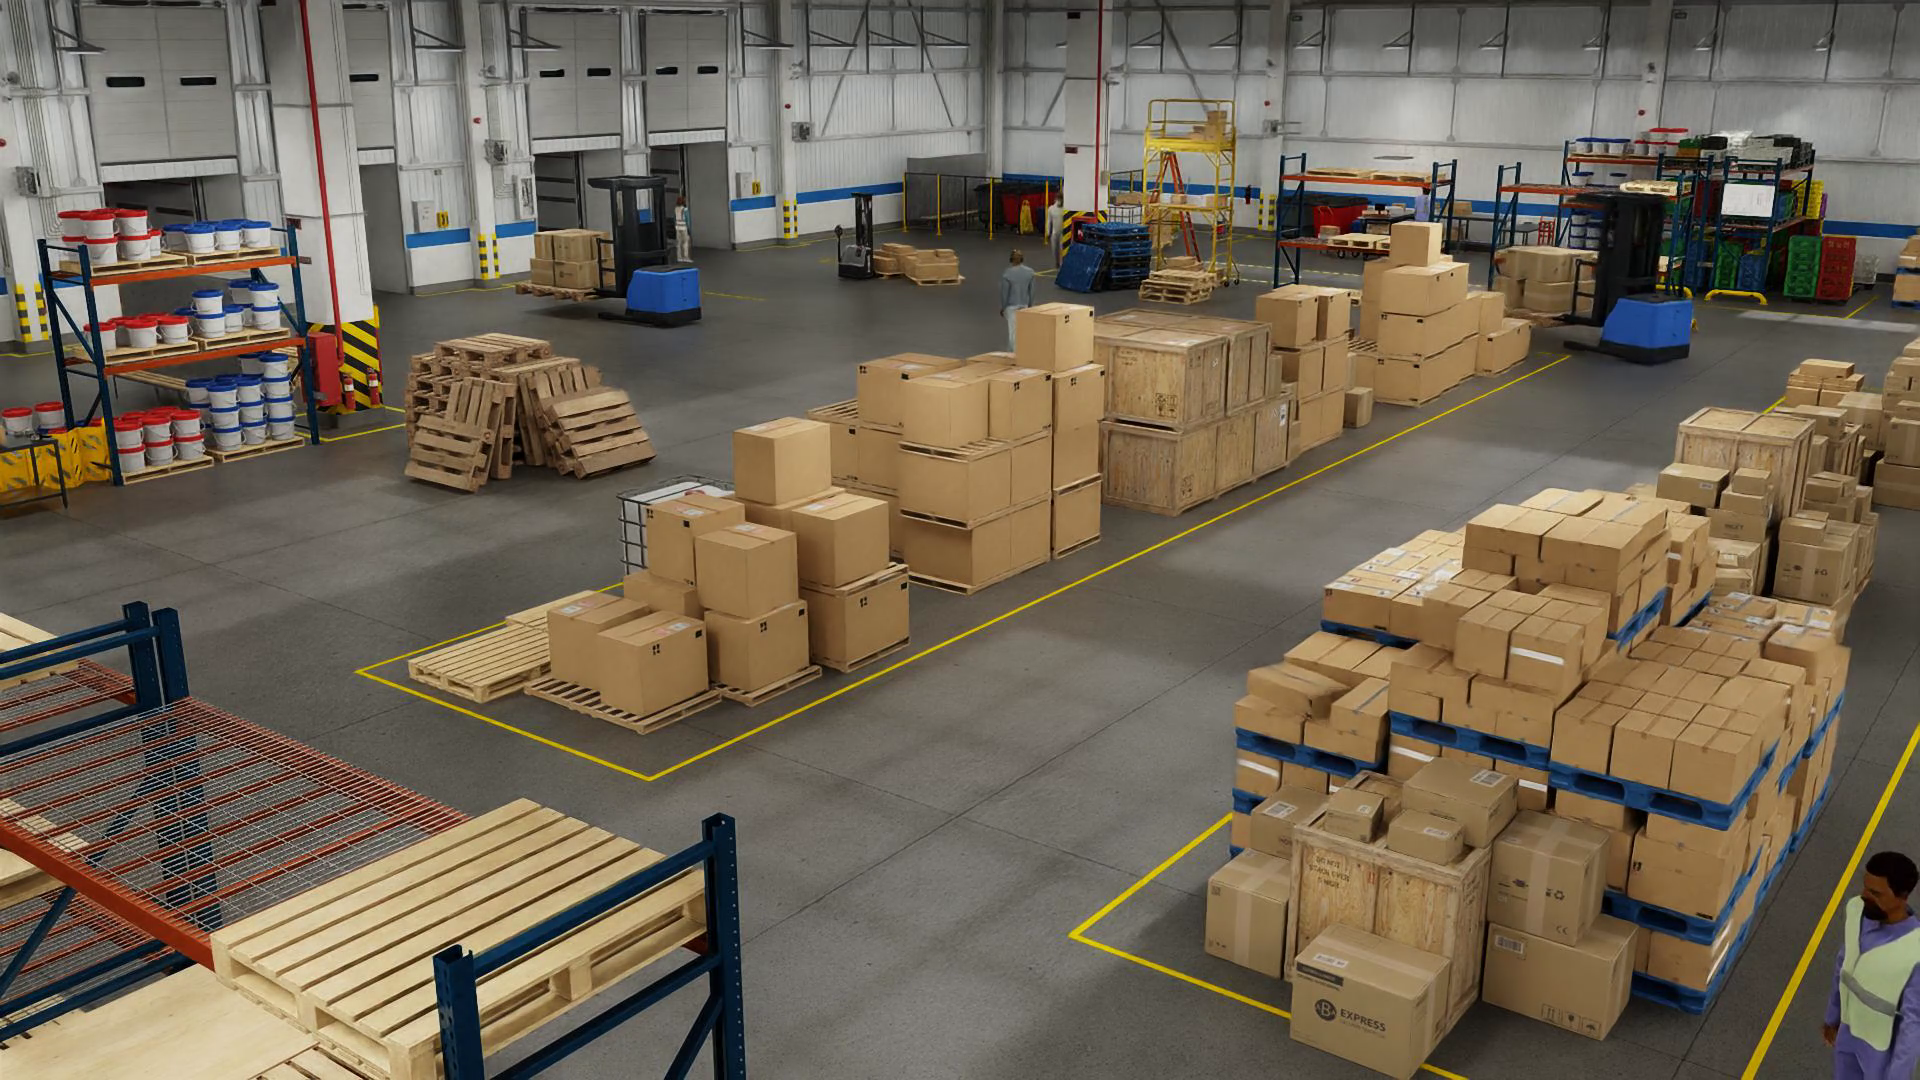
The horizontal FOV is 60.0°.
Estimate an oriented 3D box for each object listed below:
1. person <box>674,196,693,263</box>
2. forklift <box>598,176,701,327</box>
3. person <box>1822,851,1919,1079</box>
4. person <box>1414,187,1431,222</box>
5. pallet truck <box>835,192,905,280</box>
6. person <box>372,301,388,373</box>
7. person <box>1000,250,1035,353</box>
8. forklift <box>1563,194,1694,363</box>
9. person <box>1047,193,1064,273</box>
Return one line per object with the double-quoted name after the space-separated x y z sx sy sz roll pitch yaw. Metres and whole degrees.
-6.947 -7.764 41.601 0.515 1.636 0.315 13 21 38 "person"
-6.138 -5.705 32.666 1.873 2.768 1.129 12 21 35 "forklift"
4.271 2.322 7.751 0.386 1.908 0.585 -1 17 -4 "person"
11.800 -8.119 42.279 0.388 1.932 0.552 -9 19 -28 "person"
-1.936 -7.159 38.982 1.885 1.965 0.823 -12 21 -34 "pallet truck"
-9.921 -3.653 27.872 0.823 1.709 0.501 3 17 10 "person"
0.984 -4.042 28.762 0.627 1.941 0.372 -6 18 -20 "person"
11.812 -4.620 29.073 1.129 2.768 1.873 -8 19 -26 "forklift"
2.379 -7.317 39.640 0.652 1.920 0.477 5 17 16 "person"
